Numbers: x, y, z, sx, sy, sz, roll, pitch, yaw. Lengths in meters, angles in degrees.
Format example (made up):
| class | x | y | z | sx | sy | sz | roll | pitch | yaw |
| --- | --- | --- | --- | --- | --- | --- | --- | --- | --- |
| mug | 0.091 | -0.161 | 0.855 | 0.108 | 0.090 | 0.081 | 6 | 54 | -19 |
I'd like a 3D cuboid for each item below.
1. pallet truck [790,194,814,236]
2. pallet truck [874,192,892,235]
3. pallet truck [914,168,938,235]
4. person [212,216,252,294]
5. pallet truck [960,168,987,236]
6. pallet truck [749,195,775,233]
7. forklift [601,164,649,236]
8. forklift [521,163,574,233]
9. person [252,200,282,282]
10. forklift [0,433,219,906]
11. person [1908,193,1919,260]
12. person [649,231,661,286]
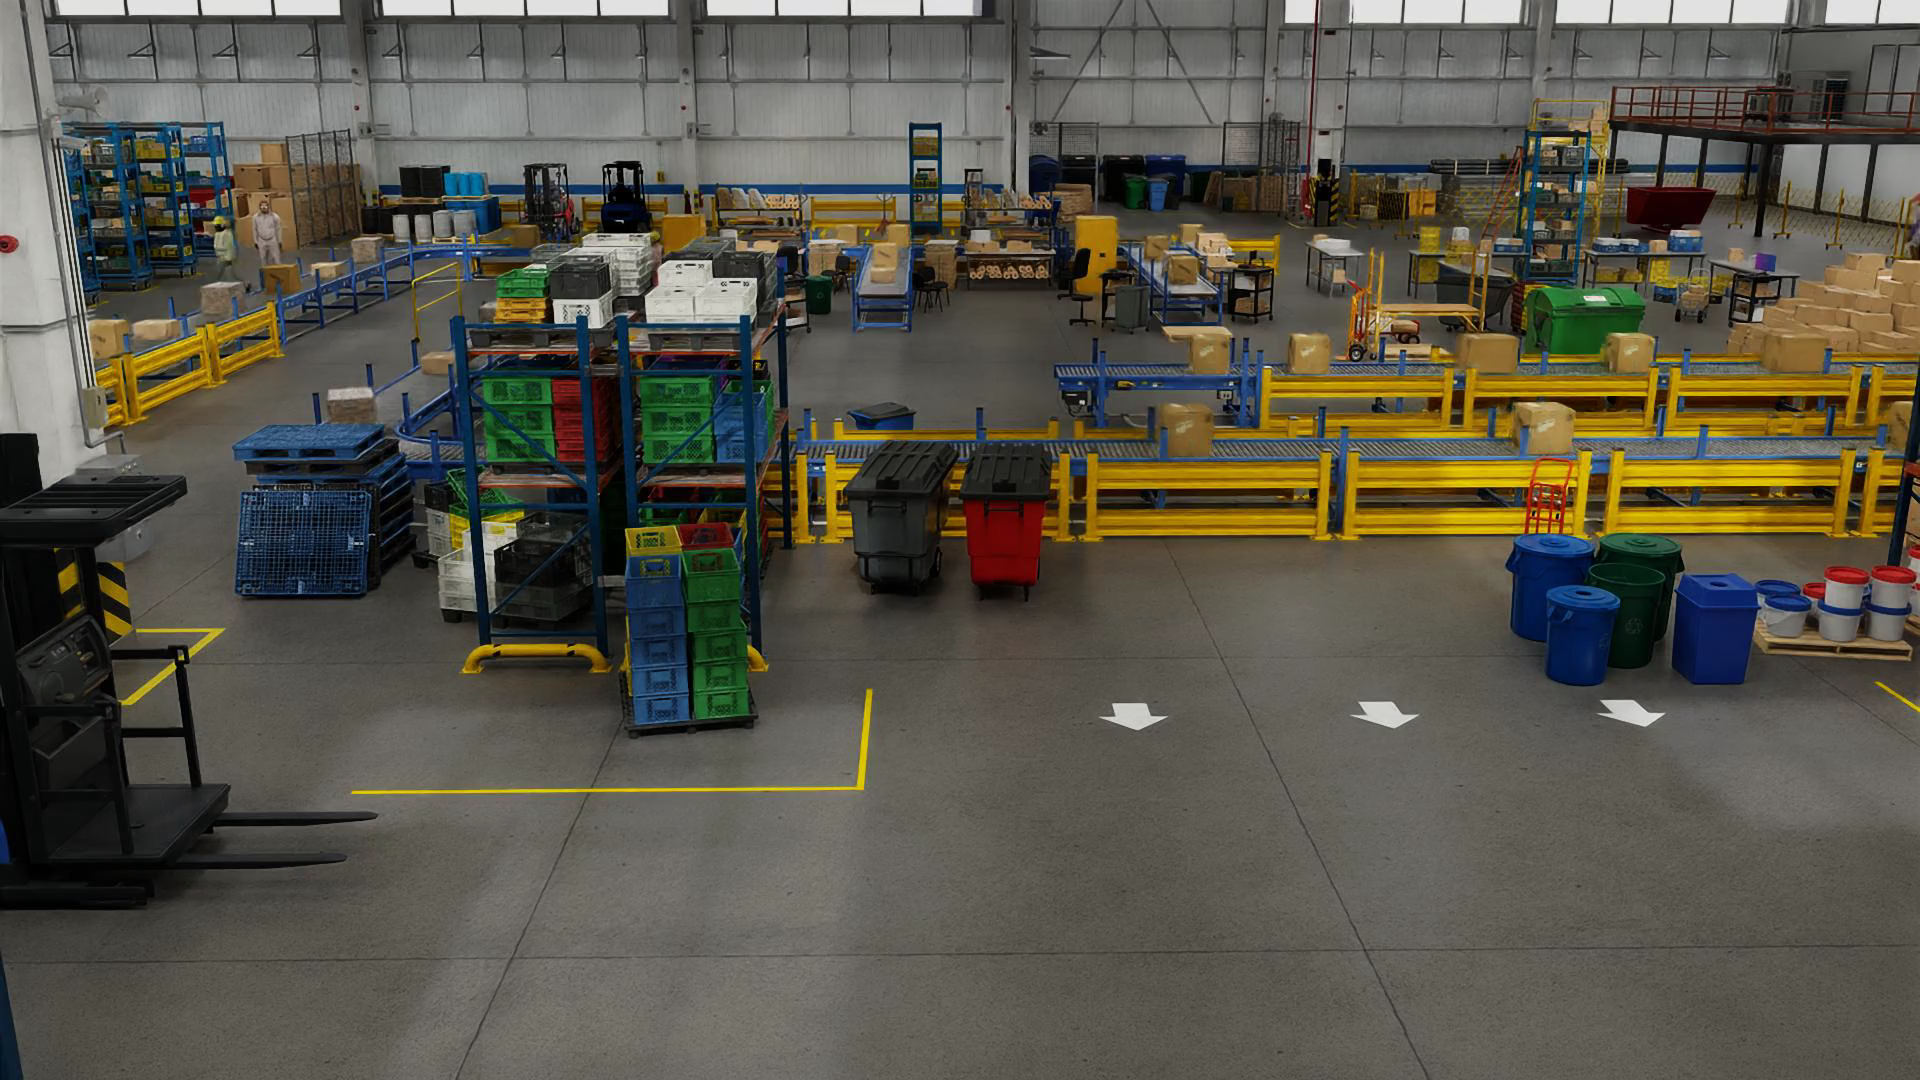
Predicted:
| class | x | y | z | sx | sy | sz | roll | pitch | yaw |
| --- | --- | --- | --- | --- | --- | --- | --- | --- | --- |
| pallet truck | -4.814 | -9.883 | 50.259 | 0.704 | 1.261 | 1.522 | -1 | 16 | -3 |
| pallet truck | -2.277 | -9.986 | 50.594 | 0.653 | 1.274 | 1.630 | 0 | 16 | -1 |
| pallet truck | -0.989 | -10.316 | 50.507 | 0.823 | 1.965 | 1.885 | 1 | 16 | 3 |
| person | -16.203 | -6.277 | 36.819 | 0.591 | 1.803 | 0.826 | 10 | 19 | 31 |
| pallet truck | 0.383 | -10.230 | 50.206 | 0.823 | 1.965 | 1.885 | -1 | 16 | -3 |
| pallet truck | -6.051 | -9.967 | 50.660 | 0.680 | 1.201 | 1.601 | 0 | 16 | -1 |
| forklift | -9.948 | -10.127 | 49.296 | 1.157 | 1.987 | 2.680 | -1 | 16 | -3 |
| forklift | -12.233 | -10.122 | 49.298 | 1.157 | 1.987 | 2.680 | 0 | 16 | -1 |
| person | -16.397 | -7.074 | 39.390 | 0.647 | 1.913 | 0.409 | -3 | 16 | -11 |
| forklift | -5.952 | 0.780 | 10.366 | 1.873 | 2.768 | 1.129 | 0 | 16 | -1 |
| person | 23.535 | -7.542 | 40.899 | 0.388 | 1.991 | 0.726 | 15 | 22 | 42 |
| person | -6.211 | -5.468 | 34.147 | 0.338 | 1.731 | 0.624 | -2 | 16 | -7 |
